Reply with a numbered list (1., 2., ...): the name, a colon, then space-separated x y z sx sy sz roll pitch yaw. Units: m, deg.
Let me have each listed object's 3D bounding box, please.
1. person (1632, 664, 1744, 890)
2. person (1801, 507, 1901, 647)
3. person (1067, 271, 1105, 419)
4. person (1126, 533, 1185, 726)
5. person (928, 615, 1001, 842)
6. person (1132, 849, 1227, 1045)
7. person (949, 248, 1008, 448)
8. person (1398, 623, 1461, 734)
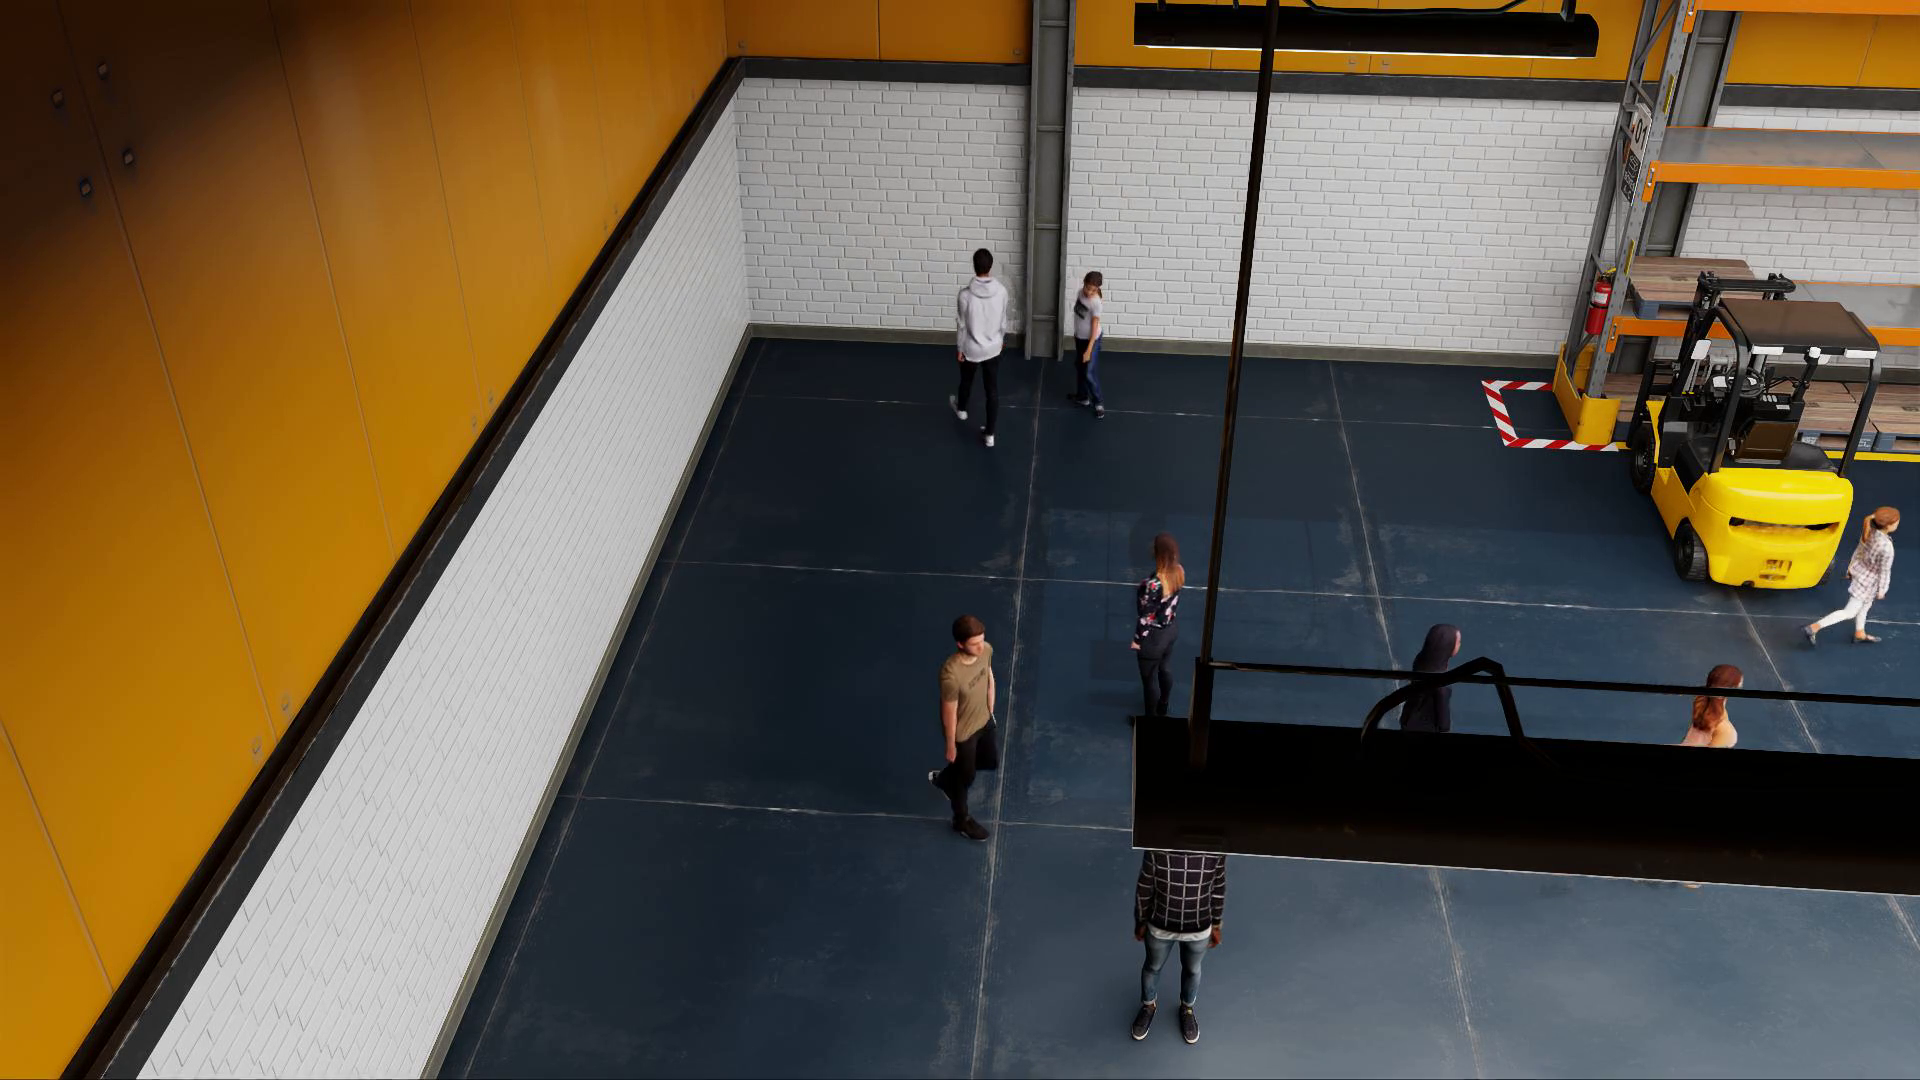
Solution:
1. person: 4.615 1.539 10.713 0.699 1.819 0.653 -5 34 -7
2. person: 7.031 0.315 13.030 0.928 1.292 0.562 0 34 0
3. person: 1.233 -1.992 16.284 0.725 1.532 0.776 -5 34 -7
4. person: 1.449 0.669 12.142 0.670 1.685 0.661 24 41 32
5. person: -0.021 1.217 11.178 0.959 1.840 0.878 21 39 29
6. person: 1.281 2.197 9.721 0.463 1.821 0.721 3 34 4
7. person: 0.241 -1.761 15.615 1.151 1.888 1.051 -11 35 -16
8. person: 3.011 1.283 11.203 0.624 1.703 0.605 2 34 4
